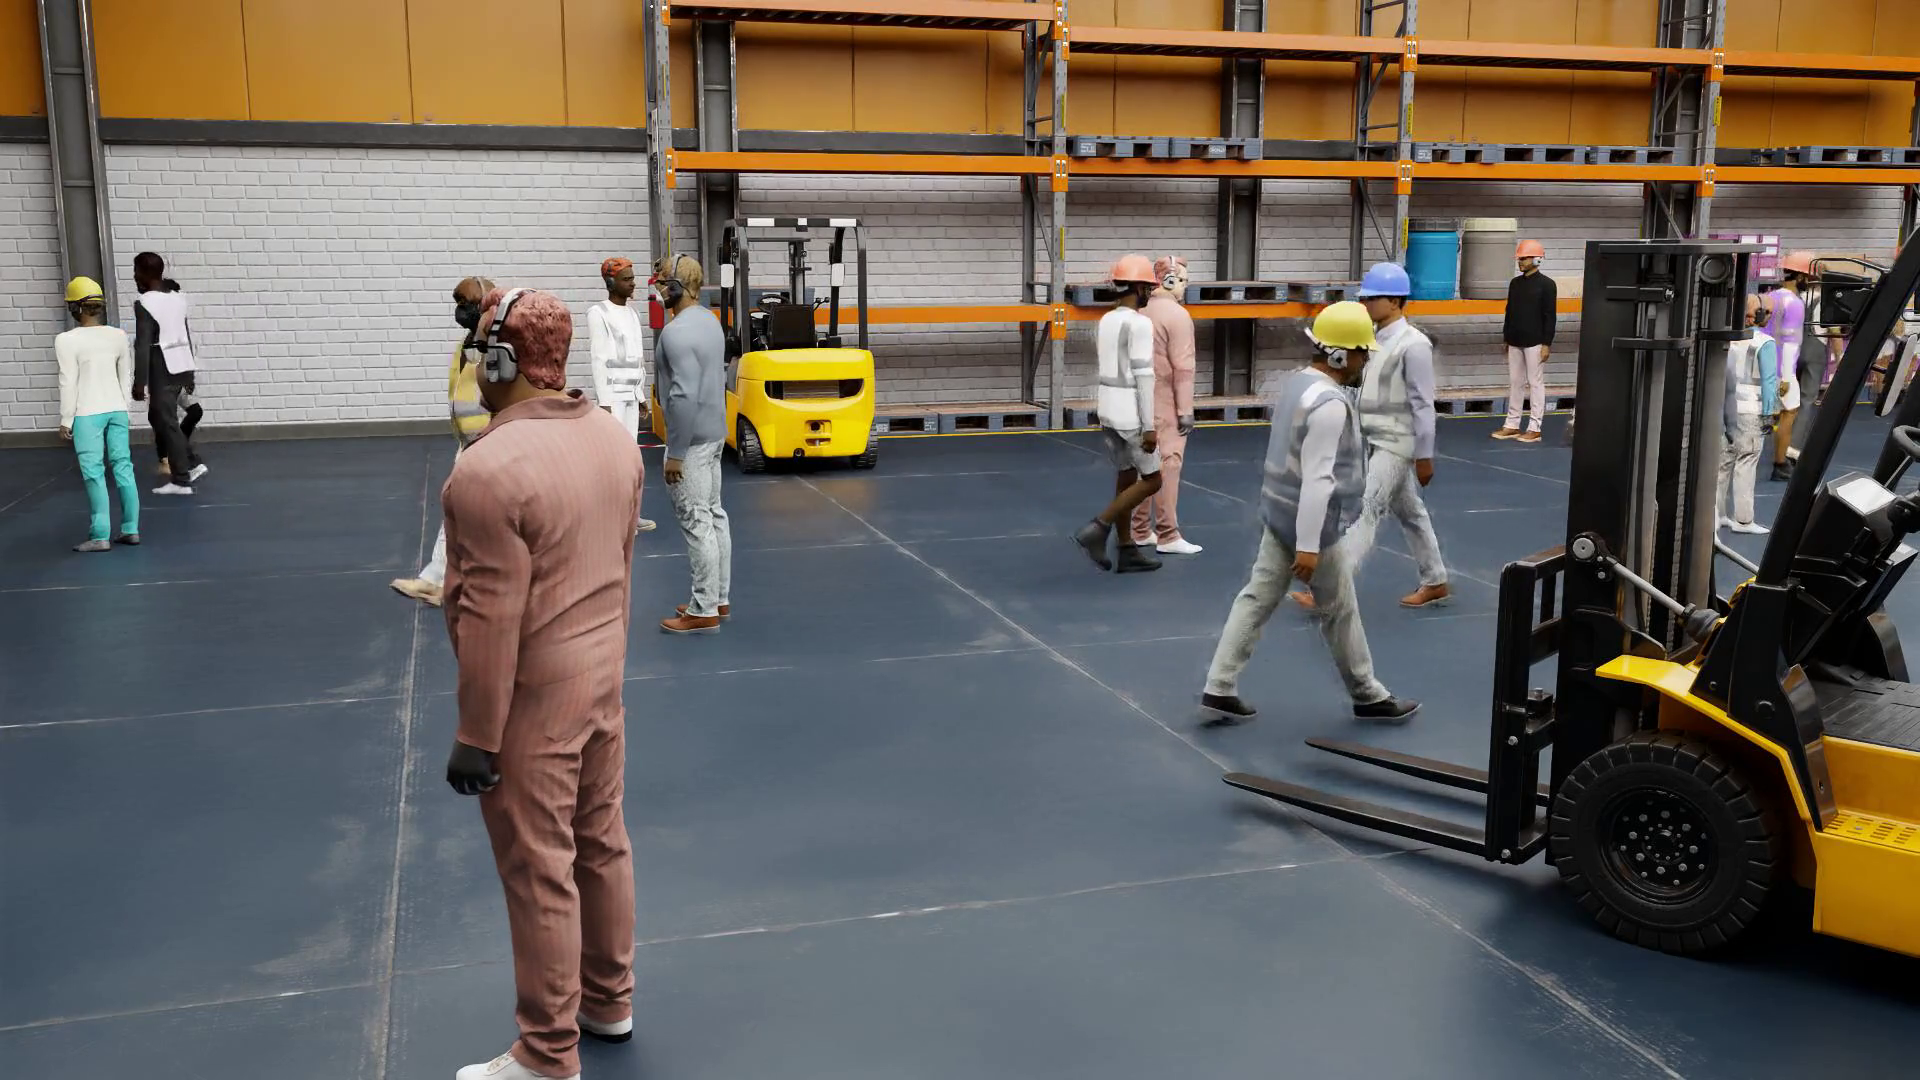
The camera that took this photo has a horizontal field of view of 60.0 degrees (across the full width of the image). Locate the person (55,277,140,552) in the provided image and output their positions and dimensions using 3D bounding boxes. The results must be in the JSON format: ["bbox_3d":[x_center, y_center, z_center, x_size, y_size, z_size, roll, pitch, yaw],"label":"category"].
[{"bbox_3d":[-5.578,-0.804,10.733,0.315,1.768,0.526,4,11,21],"label":"person"}]

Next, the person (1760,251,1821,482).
[{"bbox_3d":[6.629,-1.408,13.672,0.784,1.904,0.596,0,10,0],"label":"person"}]

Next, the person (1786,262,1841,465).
[{"bbox_3d":[7.561,-1.576,14.903,0.860,1.810,0.552,-9,14,-42],"label":"person"}]

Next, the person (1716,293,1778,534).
[{"bbox_3d":[5.375,-0.862,11.402,0.310,1.638,0.523,-3,11,-14],"label":"person"}]

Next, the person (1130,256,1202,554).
[{"bbox_3d":[1.312,-0.864,10.701,0.400,1.901,0.643,-5,12,-27],"label":"person"}]

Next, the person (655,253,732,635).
[{"bbox_3d":[-1.369,-0.484,8.508,0.355,1.938,0.634,1,10,7],"label":"person"}]

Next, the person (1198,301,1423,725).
[{"bbox_3d":[1.423,-0.087,6.813,0.953,1.771,0.687,-1,10,-6],"label":"person"}]

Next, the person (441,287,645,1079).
[{"bbox_3d":[-1.006,0.363,3.948,0.410,1.909,0.642,3,11,18],"label":"person"}]

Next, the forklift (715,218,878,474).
[{"bbox_3d":[-1.522,-1.778,14.899,1.214,2.155,2.313,-3,11,-17],"label":"forklift"}]

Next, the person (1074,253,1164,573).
[{"bbox_3d":[0.968,-0.730,9.878,0.554,1.923,0.573,-4,11,-23],"label":"person"}]

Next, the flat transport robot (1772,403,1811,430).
[{"bbox_3d":[8.576,-1.330,17.716,0.652,0.197,1.431,8,13,36],"label":"flat transport robot"}]

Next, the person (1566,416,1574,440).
[{"bbox_3d":[6.325,-1.862,16.042,0.902,1.946,0.623,-4,11,-22],"label":"person"}]

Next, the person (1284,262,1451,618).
[{"bbox_3d":[2.245,-0.523,8.872,1.045,1.890,0.619,-2,11,-10],"label":"person"}]

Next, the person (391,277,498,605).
[{"bbox_3d":[-2.636,-0.519,9.076,0.946,1.793,0.644,-9,14,-42],"label":"person"}]

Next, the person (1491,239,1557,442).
[{"bbox_3d":[5.613,-1.970,16.492,0.384,1.996,0.610,-5,11,-25],"label":"person"}]

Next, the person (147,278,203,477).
[{"bbox_3d":[-6.644,-1.357,14.024,0.406,1.675,0.532,0,10,2],"label":"person"}]

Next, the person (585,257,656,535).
[{"bbox_3d":[-2.306,-0.968,11.315,0.355,1.883,0.573,3,11,17],"label":"person"}]

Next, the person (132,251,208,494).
[{"bbox_3d":[-6.254,-1.296,13.051,0.449,1.905,0.588,0,10,-2],"label":"person"}]

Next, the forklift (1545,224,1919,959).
[{"bbox_3d":[2.909,0.117,4.508,2.313,2.155,1.214,9,14,40],"label":"forklift"}]

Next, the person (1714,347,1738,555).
[{"bbox_3d":[4.544,-0.661,10.329,0.519,1.613,0.370,0,10,0],"label":"person"}]

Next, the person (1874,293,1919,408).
[{"bbox_3d":[11.136,-2.508,19.694,0.592,1.911,0.540,-4,11,-19],"label":"person"}]
